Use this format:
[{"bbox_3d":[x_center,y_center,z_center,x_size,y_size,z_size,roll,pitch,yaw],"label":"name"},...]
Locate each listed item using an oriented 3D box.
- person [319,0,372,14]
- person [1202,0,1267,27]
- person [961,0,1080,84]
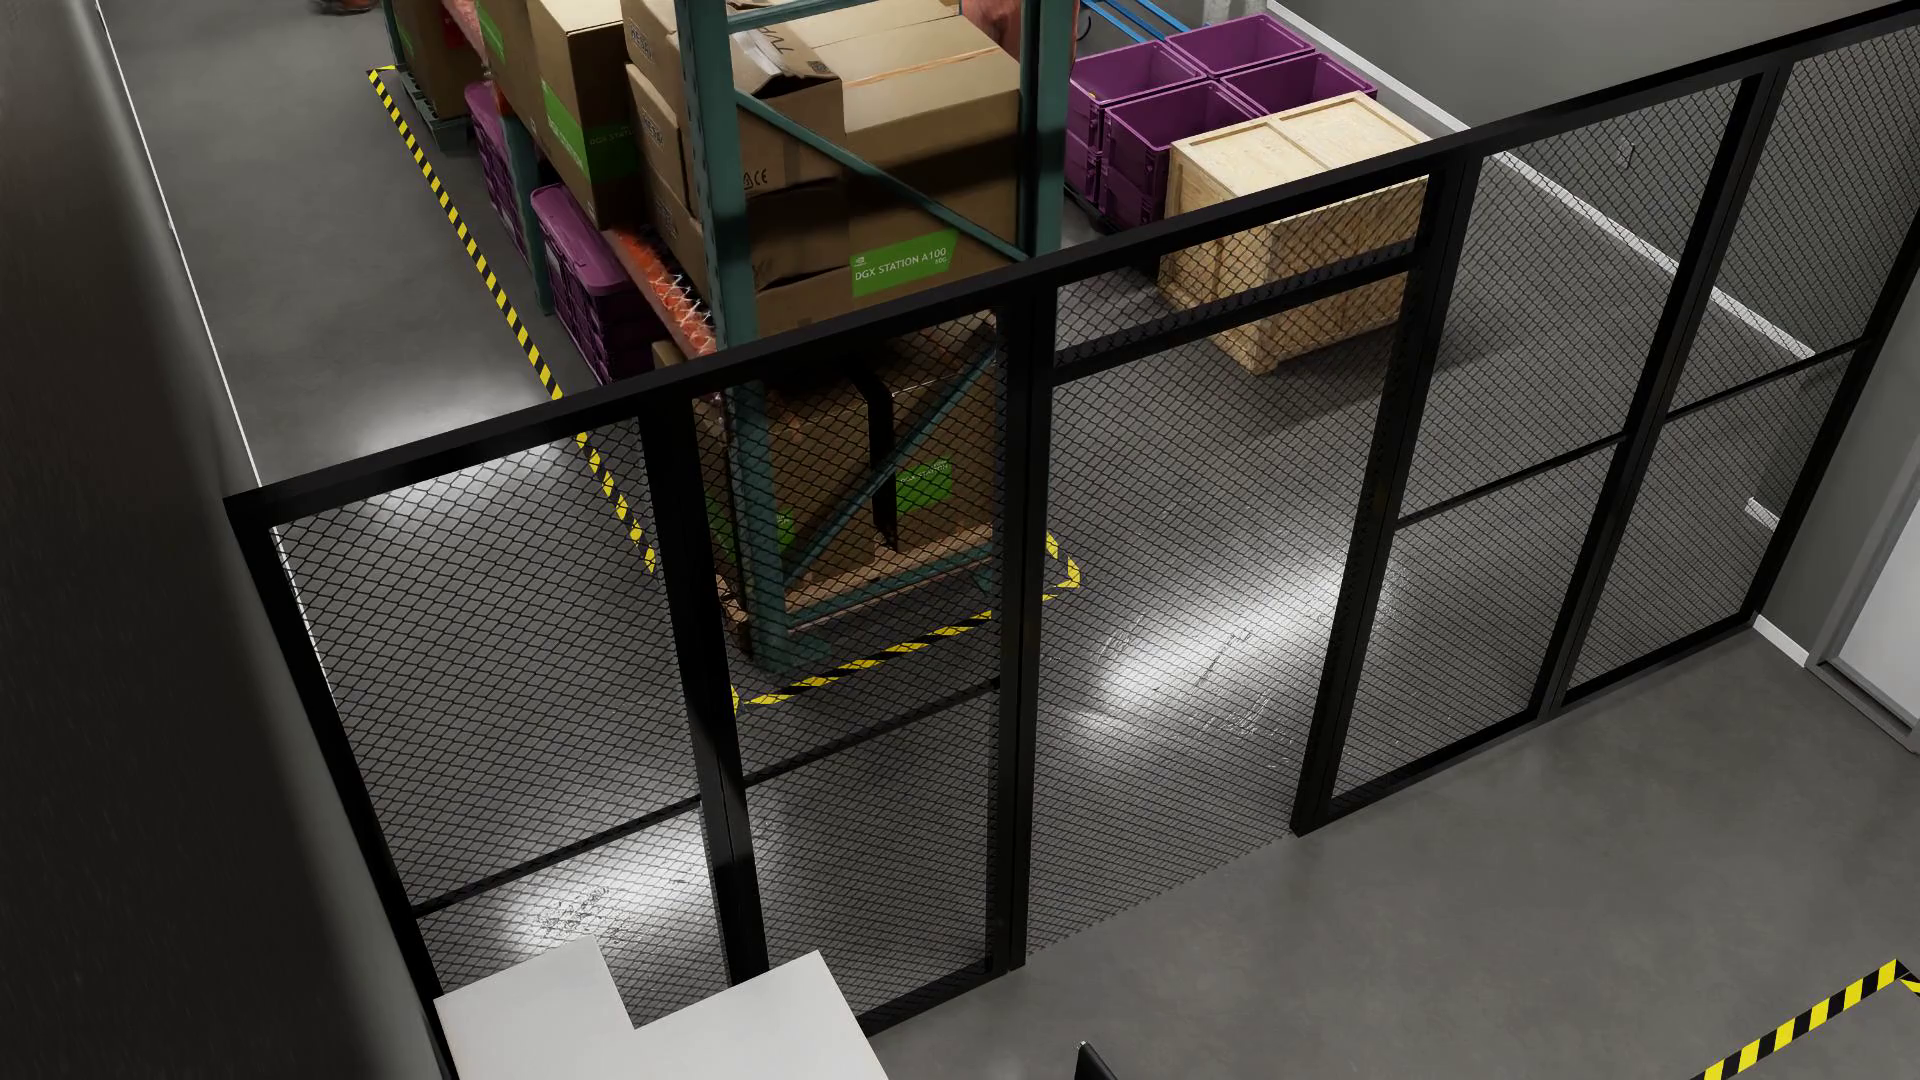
[{"bbox_3d":[-3.274,-3.897,9.262,1.080,1.887,0.651,-10,43,-10],"label":"person"},{"bbox_3d":[1.444,-3.272,8.601,0.595,1.834,0.404,-17,45,-18],"label":"person"},{"bbox_3d":[0.228,-1.808,6.882,0.611,1.994,0.375,-32,51,-30],"label":"person"}]
